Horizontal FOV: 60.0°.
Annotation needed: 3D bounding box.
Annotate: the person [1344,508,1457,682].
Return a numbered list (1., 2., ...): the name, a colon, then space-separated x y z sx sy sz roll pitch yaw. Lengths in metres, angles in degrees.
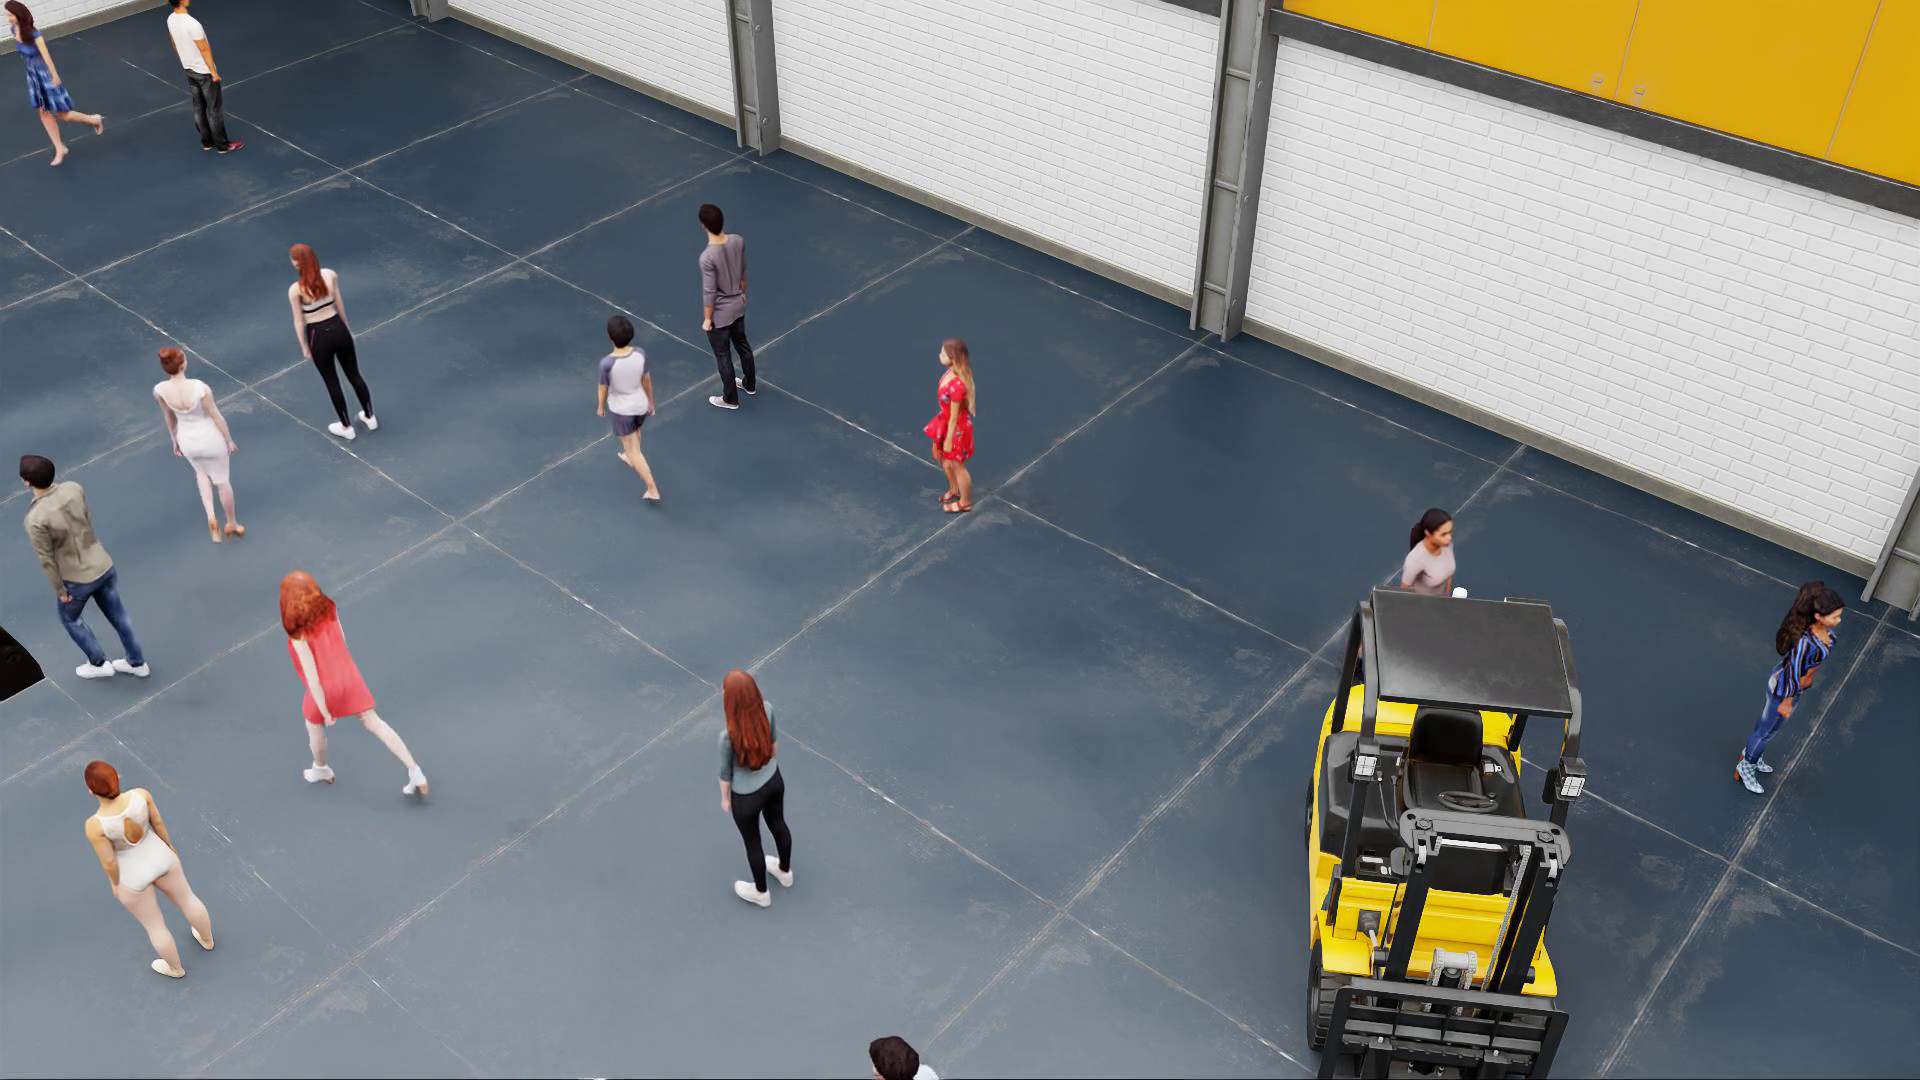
1. person: 2.968 0.457 11.020 1.079 1.721 0.627 31 48 33

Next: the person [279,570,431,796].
1. person: -3.787 0.957 10.347 1.225 1.779 0.879 12 40 15

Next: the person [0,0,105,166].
1. person: -9.623 -4.860 17.628 0.895 1.783 0.771 22 44 25

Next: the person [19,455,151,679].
1. person: -5.836 0.233 11.198 0.831 1.849 0.808 14 41 17

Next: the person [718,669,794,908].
1. person: -1.199 1.459 9.752 0.526 1.737 0.561 30 47 32

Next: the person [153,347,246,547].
1. person: -5.656 -0.640 12.342 0.793 1.785 0.850 -1 39 -1

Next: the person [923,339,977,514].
1. person: 0.051 -0.858 12.773 0.784 1.587 0.725 0 39 0

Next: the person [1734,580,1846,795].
1. person: 5.239 0.925 10.517 0.548 1.617 0.610 25 45 28

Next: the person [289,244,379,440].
1. person: -5.160 -1.636 13.629 0.599 1.736 0.568 -32 48 -33

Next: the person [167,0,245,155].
1. person: -8.179 -5.047 17.847 0.529 1.801 0.740 20 43 23

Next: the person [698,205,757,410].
1. person: -1.961 -1.956 13.939 0.562 1.849 0.691 24 44 27

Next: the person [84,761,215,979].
1. person: -4.582 1.844 9.346 0.515 1.643 0.571 22 43 25

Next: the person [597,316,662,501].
1. person: -2.563 -1.004 13.007 0.653 1.523 1.044 -29 47 -32
